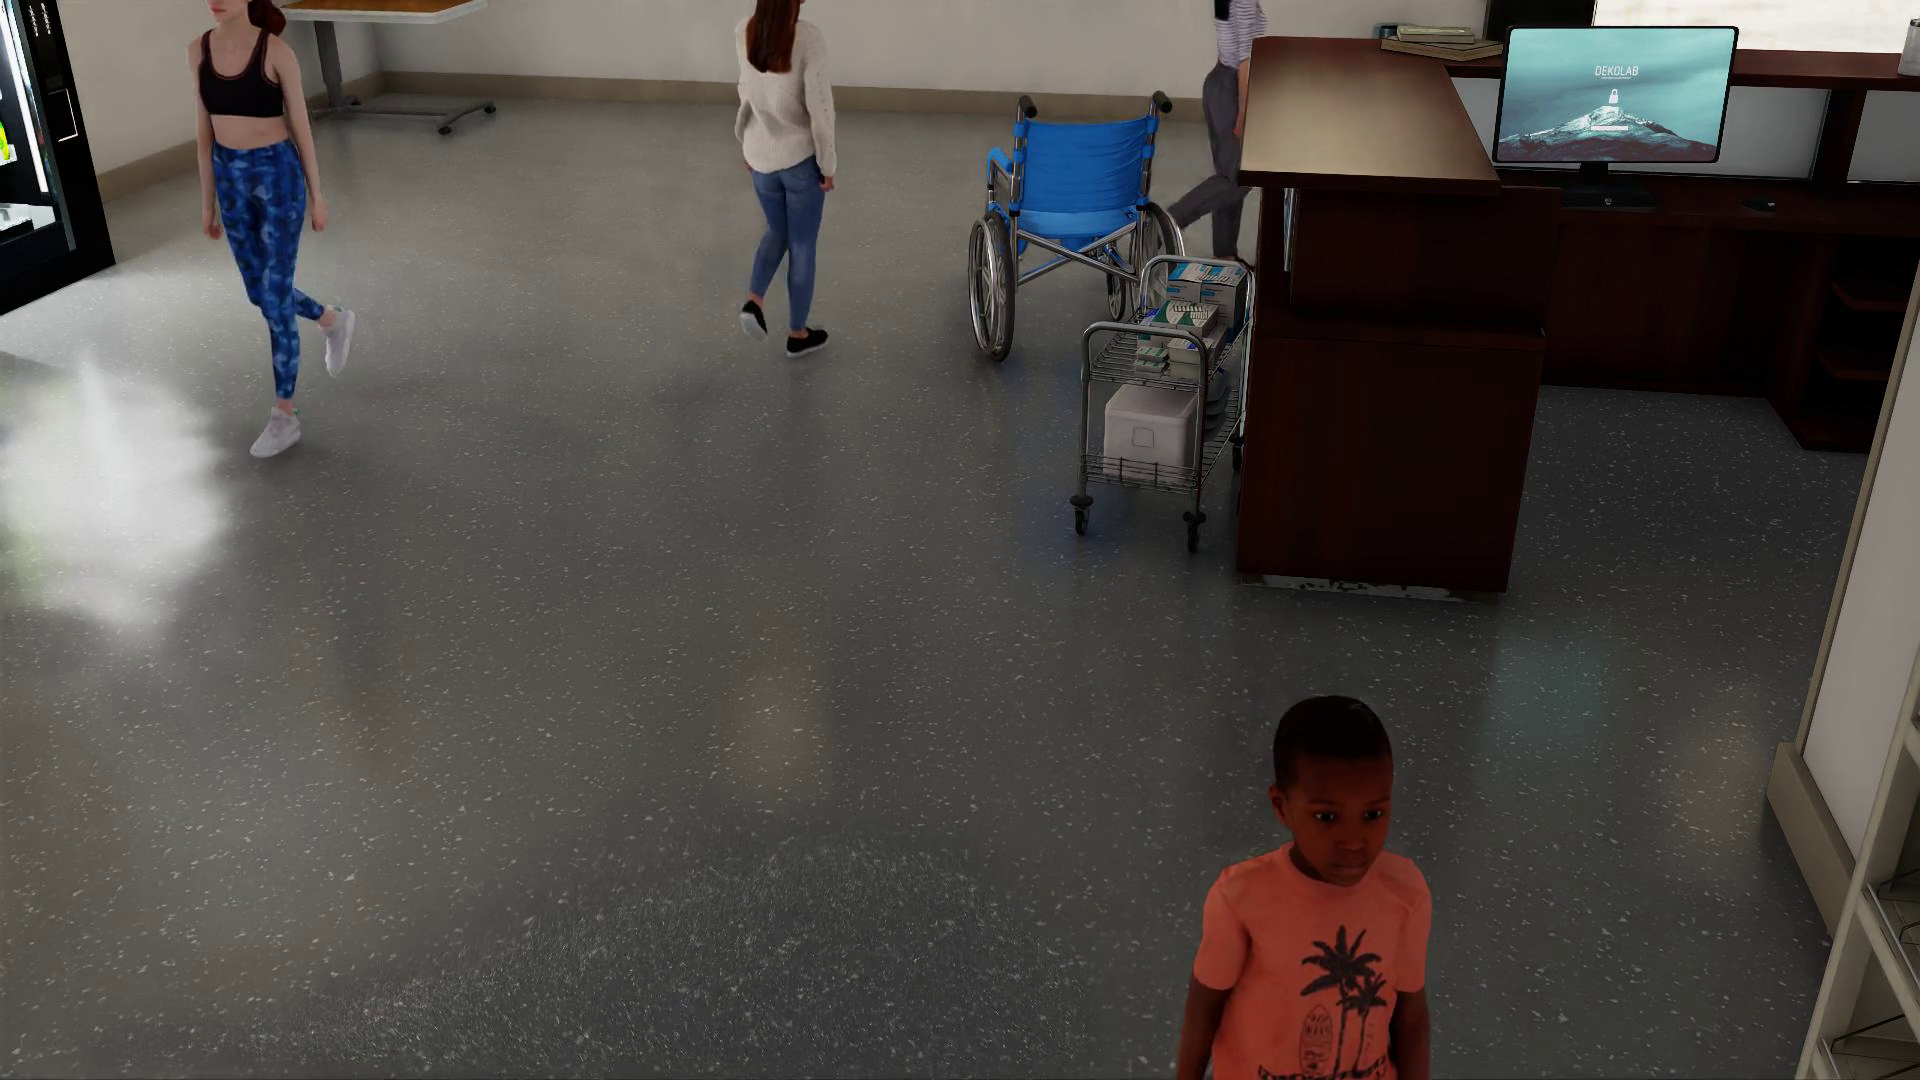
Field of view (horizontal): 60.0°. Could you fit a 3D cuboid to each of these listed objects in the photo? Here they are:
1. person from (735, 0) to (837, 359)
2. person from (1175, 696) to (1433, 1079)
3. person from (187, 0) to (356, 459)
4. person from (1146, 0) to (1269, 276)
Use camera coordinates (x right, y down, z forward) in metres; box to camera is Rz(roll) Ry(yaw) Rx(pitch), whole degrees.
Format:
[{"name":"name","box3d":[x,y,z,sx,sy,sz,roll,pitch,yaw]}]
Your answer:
[{"name":"person","box3d":[-0.754,-1.536,6.826,0.767,1.680,0.836,15,30,29]},{"name":"person","box3d":[0.475,0.786,2.471,0.696,1.281,0.945,-4,26,-8]},{"name":"person","box3d":[-2.523,-1.243,6.121,0.560,1.765,1.057,4,26,8]},{"name":"person","box3d":[1.191,-2.053,7.849,0.838,1.723,0.914,-4,26,-8]}]
